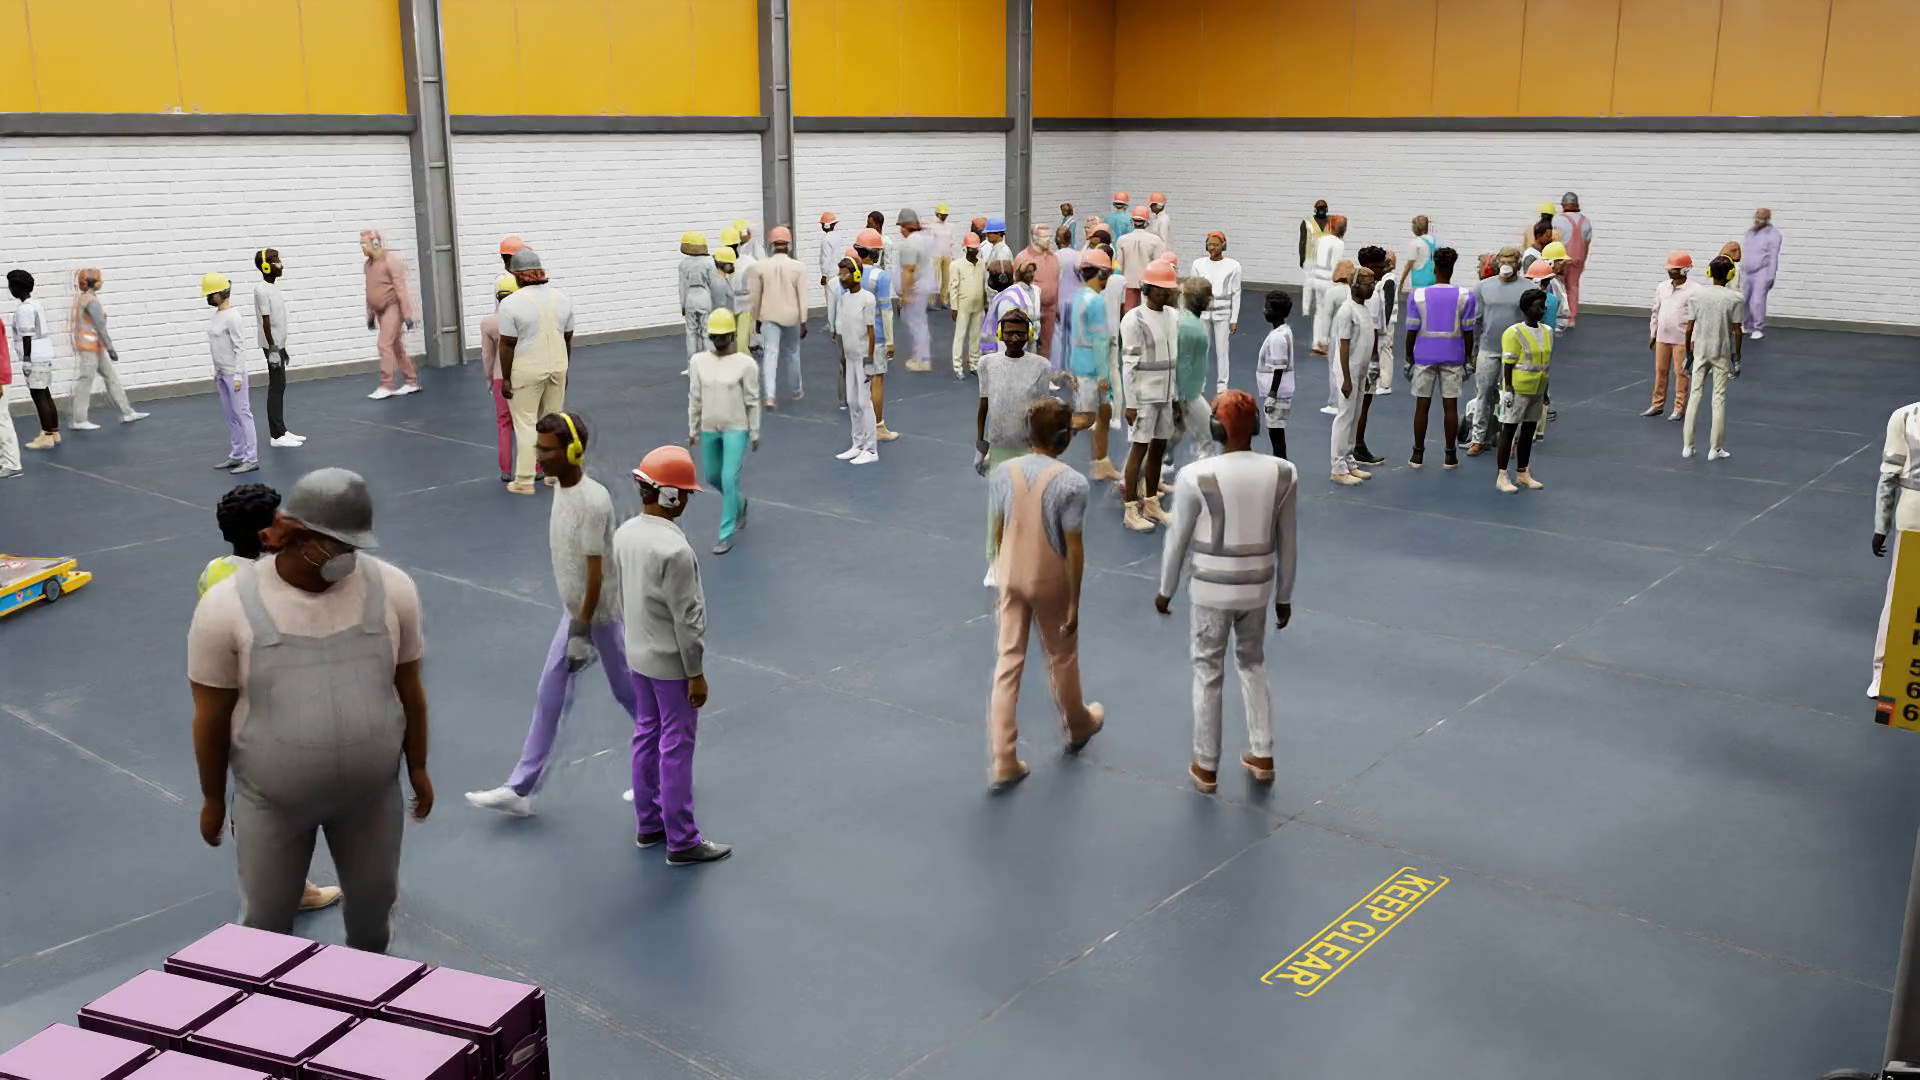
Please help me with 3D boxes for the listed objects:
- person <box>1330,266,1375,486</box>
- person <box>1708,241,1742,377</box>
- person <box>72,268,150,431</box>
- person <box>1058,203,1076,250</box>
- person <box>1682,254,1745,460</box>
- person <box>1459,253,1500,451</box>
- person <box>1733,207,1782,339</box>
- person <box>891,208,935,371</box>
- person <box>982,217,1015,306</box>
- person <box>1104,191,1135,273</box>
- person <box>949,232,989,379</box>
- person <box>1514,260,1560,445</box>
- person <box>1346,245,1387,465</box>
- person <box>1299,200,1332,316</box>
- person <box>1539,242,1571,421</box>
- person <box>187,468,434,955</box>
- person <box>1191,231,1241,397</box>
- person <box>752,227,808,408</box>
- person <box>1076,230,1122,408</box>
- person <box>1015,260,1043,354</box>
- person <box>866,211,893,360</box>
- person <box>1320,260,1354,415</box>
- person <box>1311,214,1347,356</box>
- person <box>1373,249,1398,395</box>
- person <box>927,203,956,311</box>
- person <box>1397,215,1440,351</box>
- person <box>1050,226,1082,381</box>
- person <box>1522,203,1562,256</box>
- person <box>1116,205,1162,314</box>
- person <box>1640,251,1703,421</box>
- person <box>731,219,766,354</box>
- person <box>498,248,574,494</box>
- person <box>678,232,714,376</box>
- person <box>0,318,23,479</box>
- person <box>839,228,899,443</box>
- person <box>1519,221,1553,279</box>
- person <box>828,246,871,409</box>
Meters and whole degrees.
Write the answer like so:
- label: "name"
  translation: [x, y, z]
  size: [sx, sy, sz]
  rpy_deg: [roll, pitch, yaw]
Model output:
- label: "person"
  translation: [3.356, -1.394, 14.141]
  size: [0.345, 1.846, 0.508]
  rpy_deg: [8, 16, 29]
- label: "person"
  translation: [9.287, -2.800, 20.185]
  size: [0.286, 1.636, 0.500]
  rpy_deg: [-2, 14, -10]
- label: "person"
  translation: [-8.605, -1.916, 16.705]
  size: [0.803, 1.603, 0.534]
  rpy_deg: [-8, 16, -30]
- label: "person"
  translation: [1.927, -5.221, 29.875]
  size: [0.312, 1.632, 0.519]
  rpy_deg: [-5, 15, -20]
- label: "person"
  translation: [6.867, -1.665, 15.175]
  size: [0.513, 1.872, 0.328]
  rpy_deg: [11, 18, 37]
- label: "person"
  translation: [4.957, -1.756, 15.587]
  size: [0.373, 1.843, 0.570]
  rpy_deg: [9, 16, 31]
- label: "person"
  translation: [11.350, -3.787, 23.668]
  size: [0.467, 1.878, 0.674]
  rpy_deg: [-6, 15, -21]
- label: "person"
  translation: [-0.587, -3.118, 20.633]
  size: [0.547, 2.000, 0.691]
  rpy_deg: [2, 14, 8]
- label: "person"
  translation: [0.454, -2.900, 19.981]
  size: [0.407, 1.941, 0.607]
  rpy_deg: [-1, 14, -4]
- label: "person"
  translation: [2.513, -4.452, 26.053]
  size: [0.614, 1.997, 0.374]
  rpy_deg: [13, 19, 42]
- label: "person"
  translation: [0.137, -2.820, 20.022]
  size: [0.564, 1.752, 0.340]
  rpy_deg: [-9, 16, -31]
- label: "person"
  translation: [5.476, -1.784, 15.884]
  size: [0.330, 1.751, 0.565]
  rpy_deg: [11, 18, 38]
- label: "person"
  translation: [3.644, -1.662, 14.973]
  size: [0.367, 1.963, 0.604]
  rpy_deg: [-2, 14, -6]
- label: "person"
  translation: [5.723, -4.496, 26.545]
  size: [0.633, 1.842, 0.429]
  rpy_deg: [-1, 14, -3]
- label: "person"
  translation: [6.086, -2.157, 17.216]
  size: [0.404, 1.833, 0.590]
  rpy_deg: [6, 15, 22]
- label: "person"
  translation: [-2.085, 0.703, 5.364]
  size: [0.725, 2.000, 0.693]
  rpy_deg: [-8, 16, -30]
- label: "person"
  translation: [2.774, -2.436, 18.228]
  size: [0.574, 1.883, 0.356]
  rpy_deg: [6, 15, 23]
- label: "person"
  translation: [-1.956, -2.417, 18.067]
  size: [0.627, 1.939, 1.053]
  rpy_deg: [1, 14, 3]
- label: "person"
  translation: [1.534, -2.357, 17.837]
  size: [0.391, 1.920, 0.590]
  rpy_deg: [-7, 16, -26]
- label: "person"
  translation: [0.670, -2.104, 17.390]
  size: [0.310, 1.642, 0.514]
  rpy_deg: [13, 19, 41]
- label: "person"
  translation: [-1.050, -3.291, 21.571]
  size: [0.391, 1.920, 0.587]
  rpy_deg: [-7, 16, -26]
- label: "person"
  translation: [4.039, -2.137, 17.561]
  size: [0.494, 1.624, 0.279]
  rpy_deg: [-5, 15, -18]
- label: "person"
  translation: [4.845, -3.333, 21.840]
  size: [0.421, 1.866, 0.587]
  rpy_deg: [-5, 15, -20]
- label: "person"
  translation: [4.792, -2.463, 18.825]
  size: [0.311, 1.642, 0.512]
  rpy_deg: [1, 14, 5]
- label: "person"
  translation: [-0.296, -4.649, 27.335]
  size: [0.529, 1.757, 0.341]
  rpy_deg: [-11, 18, -36]
- label: "person"
  translation: [6.159, -3.463, 22.474]
  size: [0.512, 1.811, 0.689]
  rpy_deg: [-11, 18, -38]
- label: "person"
  translation: [1.238, -2.825, 19.892]
  size: [0.517, 1.835, 0.361]
  rpy_deg: [-8, 16, -30]
- label: "person"
  translation: [8.603, -4.057, 24.716]
  size: [0.605, 1.887, 0.963]
  rpy_deg: [10, 17, 35]
- label: "person"
  translation: [2.307, -3.293, 21.422]
  size: [0.611, 1.996, 0.379]
  rpy_deg: [4, 15, 16]
- label: "person"
  translation: [7.364, -2.105, 17.173]
  size: [0.338, 1.747, 0.573]
  rpy_deg: [-9, 17, -31]
- label: "person"
  translation: [-2.855, -3.353, 22.096]
  size: [0.554, 1.789, 0.625]
  rpy_deg: [-9, 16, -31]
- label: "person"
  translation: [-3.549, -1.411, 13.813]
  size: [0.535, 2.000, 0.686]
  rpy_deg: [12, 18, 39]
- label: "person"
  translation: [-3.156, -2.857, 20.197]
  size: [0.492, 1.740, 0.324]
  rpy_deg: [3, 14, 11]
- label: "person"
  translation: [-8.421, -1.405, 14.402]
  size: [0.355, 1.737, 0.579]
  rpy_deg: [-13, 19, -43]
- label: "person"
  translation: [-0.868, -1.959, 15.998]
  size: [0.605, 2.044, 0.375]
  rpy_deg: [10, 17, 36]
- label: "person"
  translation: [6.725, -2.794, 19.605]
  size: [0.388, 1.915, 0.594]
  rpy_deg: [8, 16, 30]
- label: "person"
  translation: [-1.127, -2.274, 17.842]
  size: [0.573, 1.749, 0.339]
  rpy_deg: [4, 15, 15]
